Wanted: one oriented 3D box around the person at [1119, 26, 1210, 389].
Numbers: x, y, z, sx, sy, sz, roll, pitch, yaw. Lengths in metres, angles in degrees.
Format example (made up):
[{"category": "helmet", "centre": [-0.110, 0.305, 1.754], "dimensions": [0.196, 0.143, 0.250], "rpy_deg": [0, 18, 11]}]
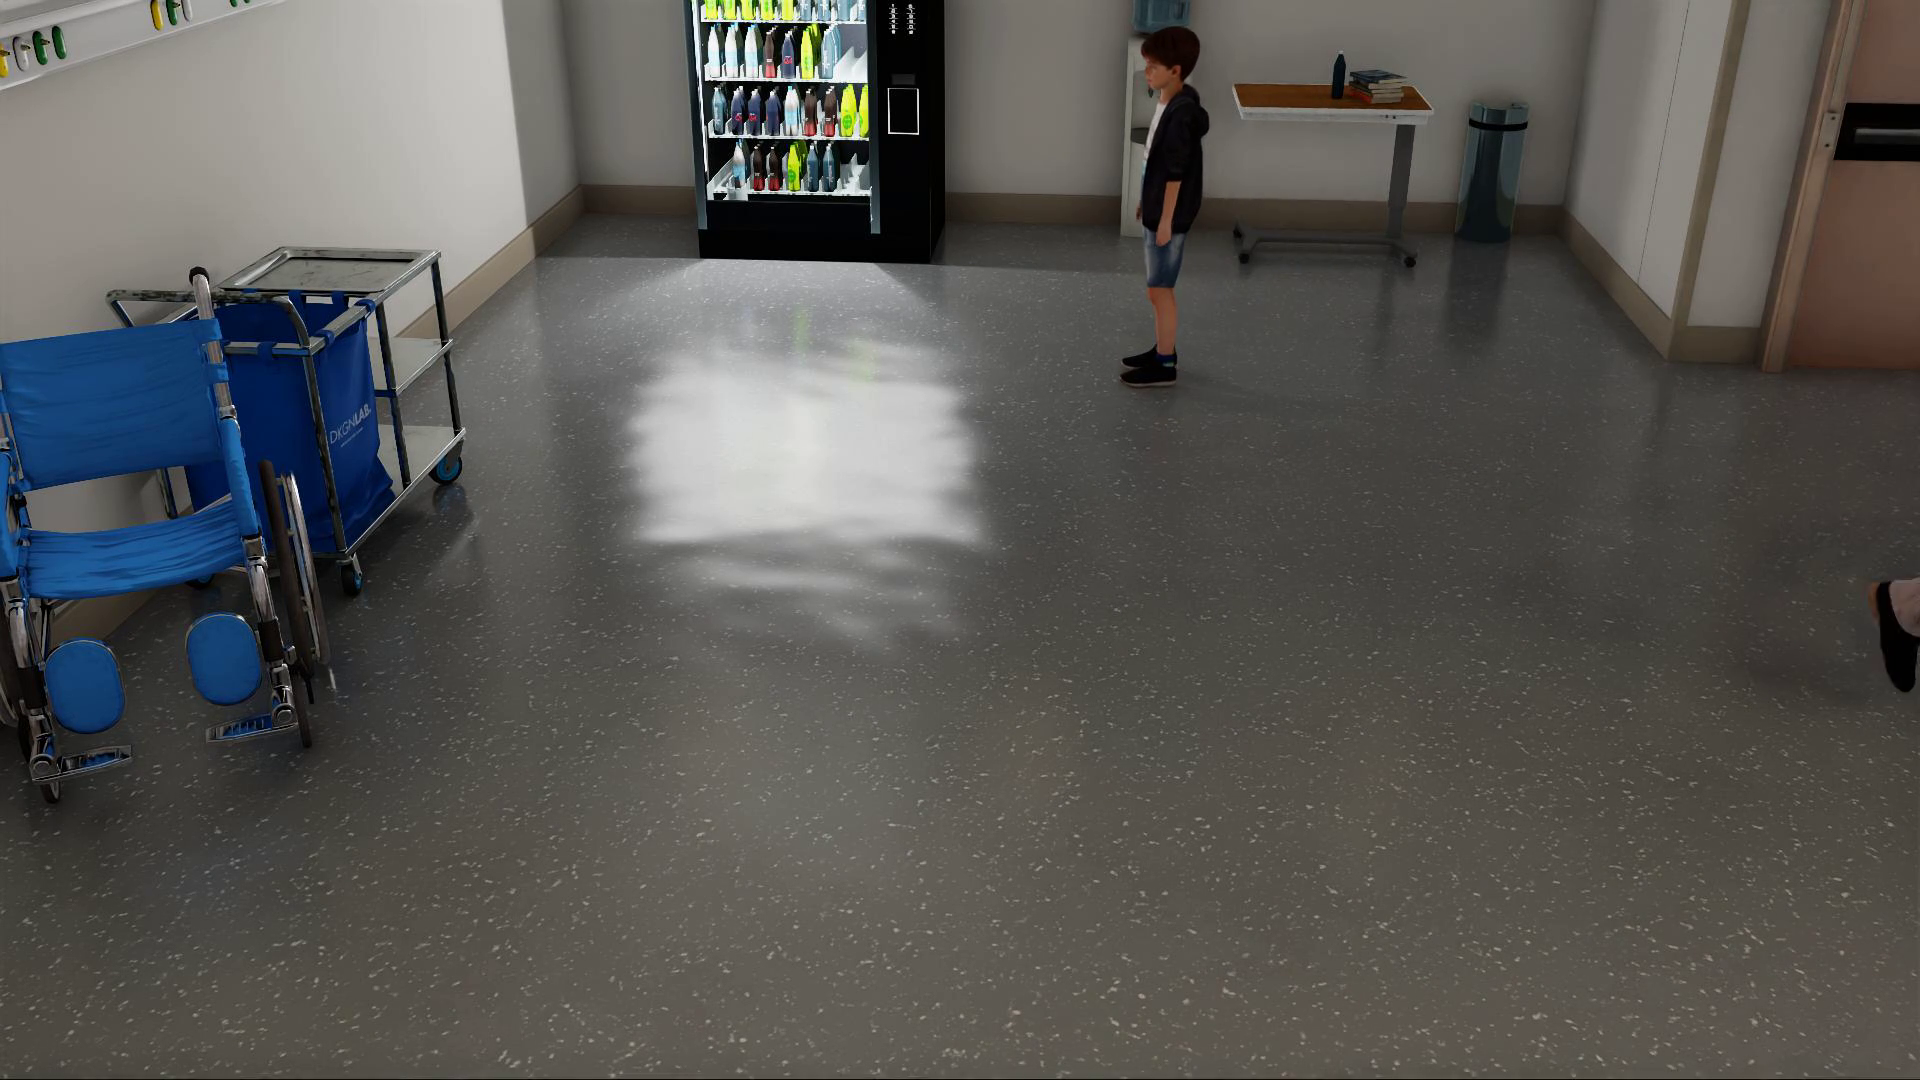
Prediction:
[{"category": "person", "centre": [0.855, -1.362, 6.817], "dimensions": [0.555, 1.448, 0.552], "rpy_deg": [0, 26, 1]}]
